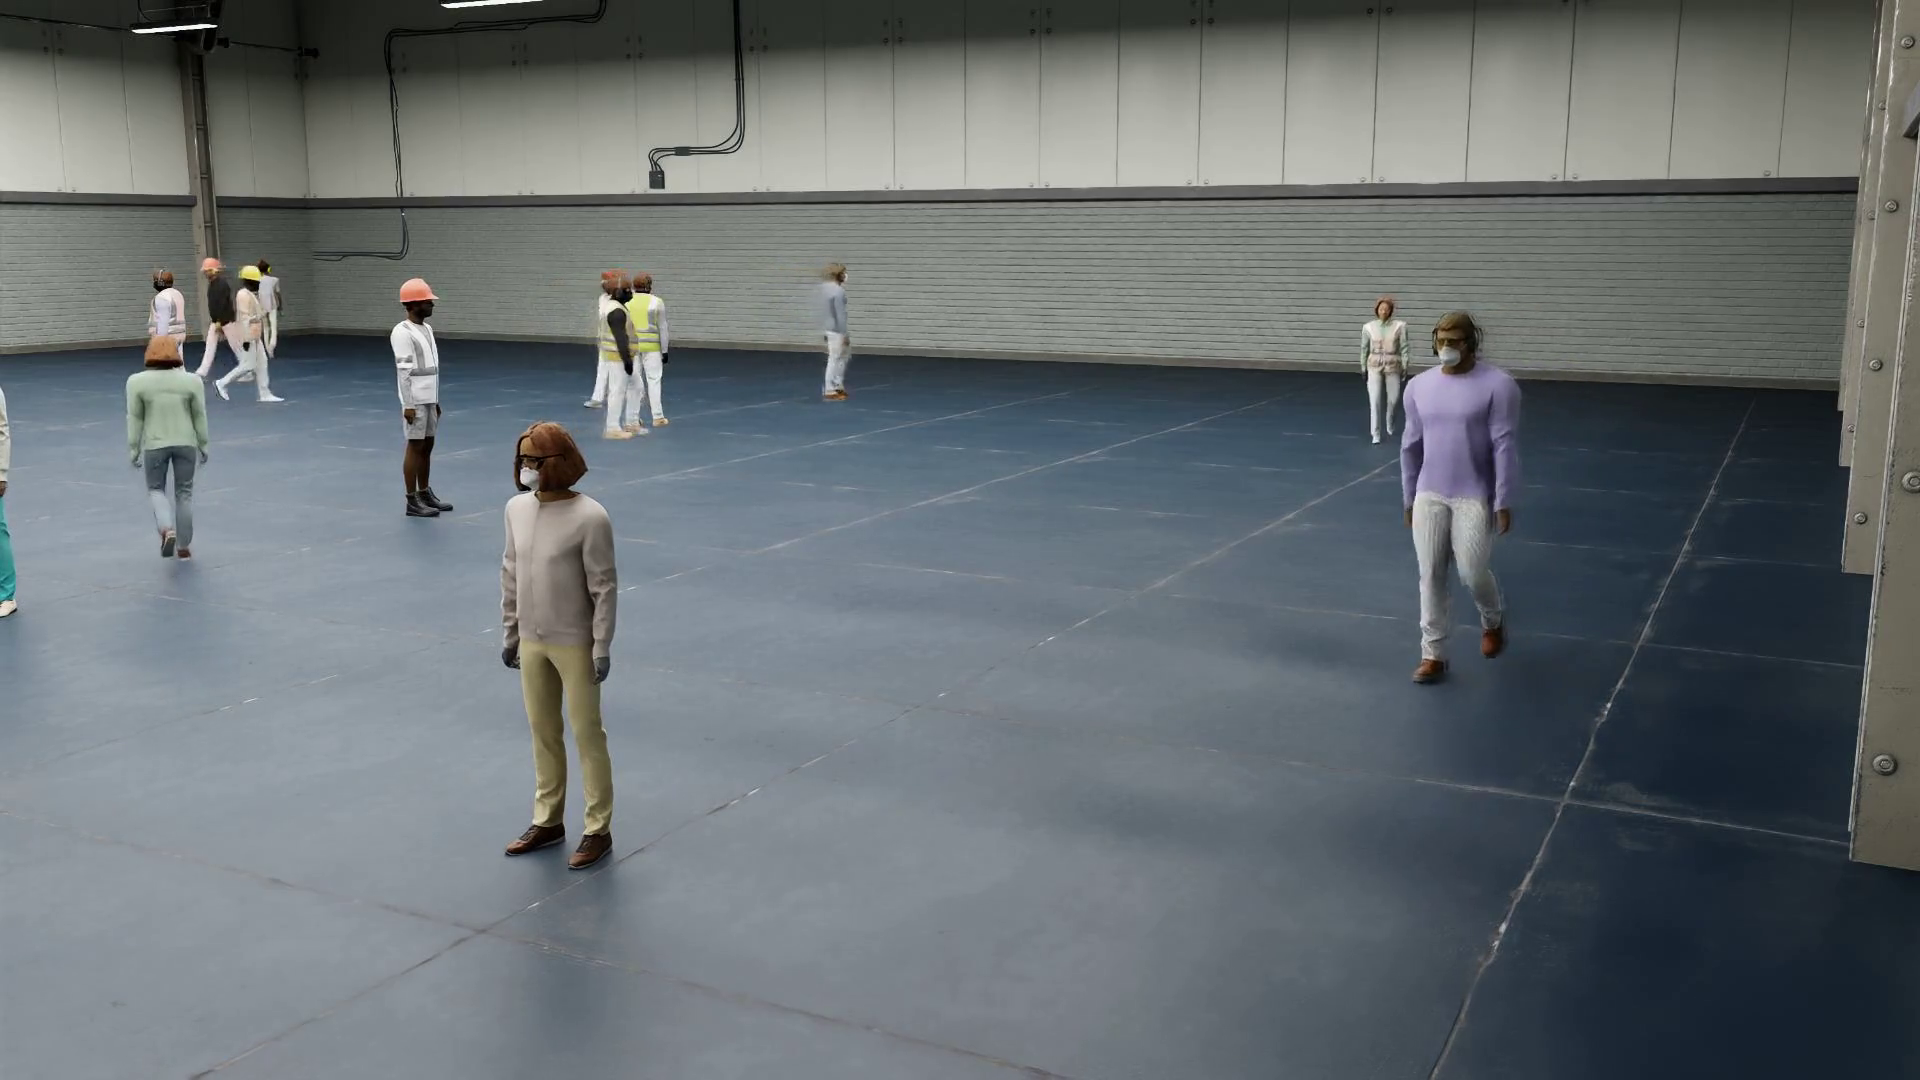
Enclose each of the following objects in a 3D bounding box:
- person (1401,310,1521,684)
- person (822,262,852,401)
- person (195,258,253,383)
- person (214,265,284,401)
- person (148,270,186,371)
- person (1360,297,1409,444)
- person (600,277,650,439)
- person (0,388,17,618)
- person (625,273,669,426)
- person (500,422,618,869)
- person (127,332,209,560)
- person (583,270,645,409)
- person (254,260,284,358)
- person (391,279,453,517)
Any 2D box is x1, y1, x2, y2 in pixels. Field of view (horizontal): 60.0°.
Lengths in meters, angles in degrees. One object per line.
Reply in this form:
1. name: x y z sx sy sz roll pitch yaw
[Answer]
1. person: 2.591 -0.229 8.622 0.647 1.924 0.657 9 14 40
2. person: -1.647 -2.875 23.039 0.581 1.920 0.661 -3 11 -18
3. person: -11.584 -3.412 25.953 0.617 1.936 1.009 9 14 40
4. person: -9.817 -2.816 22.824 0.775 1.897 0.600 -2 11 -13
5. person: -10.415 -2.619 21.867 0.429 1.843 0.633 -1 10 -5
6. person: 4.728 -1.901 18.545 0.527 1.620 0.618 3 11 15
7. person: -3.742 -2.048 18.807 0.637 1.819 0.650 -2 11 -11
8. person: -5.947 -0.394 9.963 0.523 1.761 0.330 2 11 9
9. person: -3.814 -2.292 20.089 0.634 1.841 0.429 2 11 9
10. person: -1.474 0.380 6.082 0.507 1.632 0.272 6 12 28
11. person: -5.563 -0.647 11.717 0.517 1.619 0.388 -5 12 -27
12. person: -4.607 -2.677 22.219 0.592 1.842 0.979 7 13 34
13. person: -12.992 -4.328 31.222 0.521 1.841 0.860 -3 11 -17
14. person: -4.420 -1.165 13.669 0.349 1.940 0.551 1 10 6
